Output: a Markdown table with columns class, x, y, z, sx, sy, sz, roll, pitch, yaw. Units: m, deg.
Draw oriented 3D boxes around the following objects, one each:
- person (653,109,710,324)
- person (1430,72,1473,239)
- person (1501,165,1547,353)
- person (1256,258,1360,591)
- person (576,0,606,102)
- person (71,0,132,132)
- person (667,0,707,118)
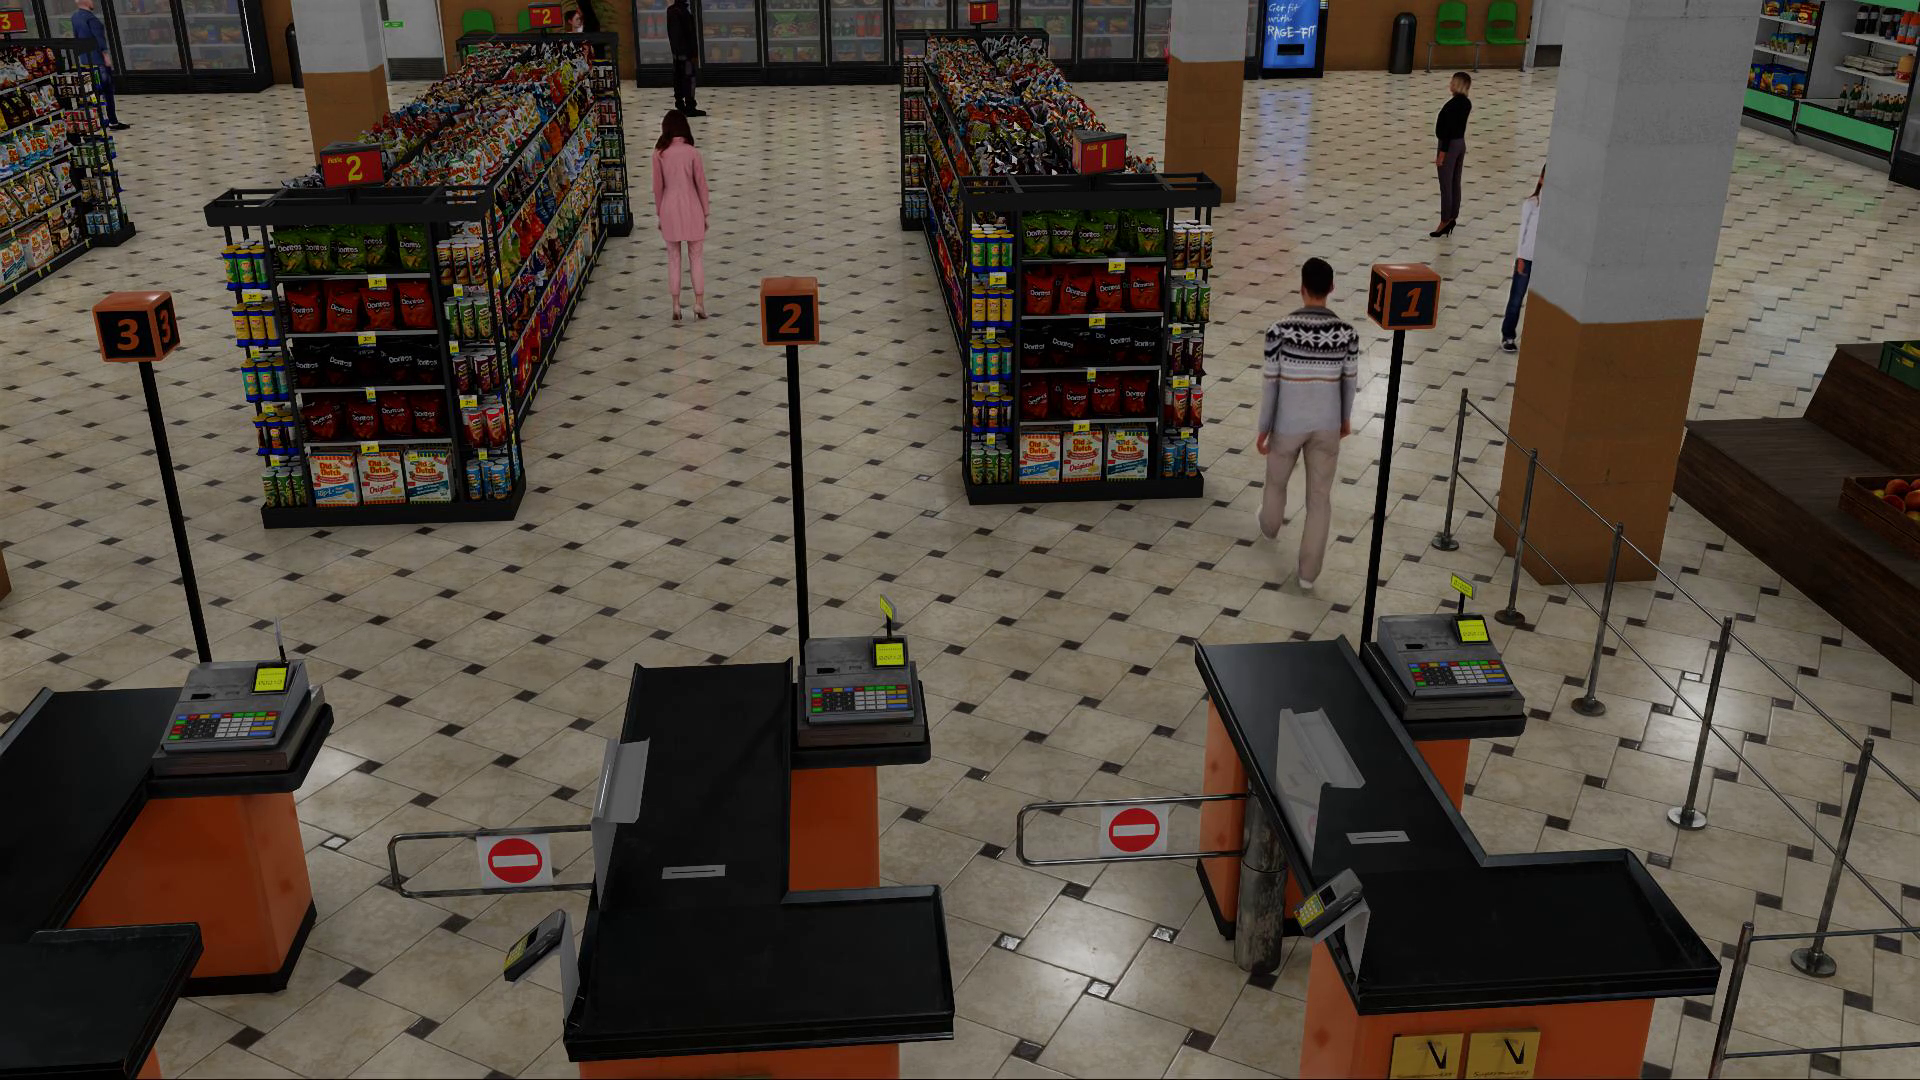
| class | x | y | z | sx | sy | sz | roll | pitch | yaw |
| --- | --- | --- | --- | --- | --- | --- | --- | --- | --- |
| person | -2.375 | -2.753 | 14.190 | 0.611 | 1.803 | 0.514 | -1 | 24 | -3 |
| person | 5.071 | -3.966 | 17.126 | 0.730 | 1.672 | 0.671 | 19 | 30 | 36 |
| person | 4.647 | -2.278 | 13.418 | 0.508 | 1.551 | 0.523 | -1 | 24 | -1 |
| person | 1.938 | -0.594 | 9.246 | 0.811 | 1.810 | 1.188 | 1 | 24 | 2 |
| person | -5.378 | -7.151 | 24.492 | 0.788 | 1.600 | 0.825 | 13 | 27 | 27 |
| person | -11.904 | -6.588 | 22.925 | 0.802 | 1.825 | 0.794 | 11 | 26 | 24 |
| person | -4.010 | -7.065 | 24.016 | 0.776 | 1.825 | 0.855 | 22 | 32 | 40 |
